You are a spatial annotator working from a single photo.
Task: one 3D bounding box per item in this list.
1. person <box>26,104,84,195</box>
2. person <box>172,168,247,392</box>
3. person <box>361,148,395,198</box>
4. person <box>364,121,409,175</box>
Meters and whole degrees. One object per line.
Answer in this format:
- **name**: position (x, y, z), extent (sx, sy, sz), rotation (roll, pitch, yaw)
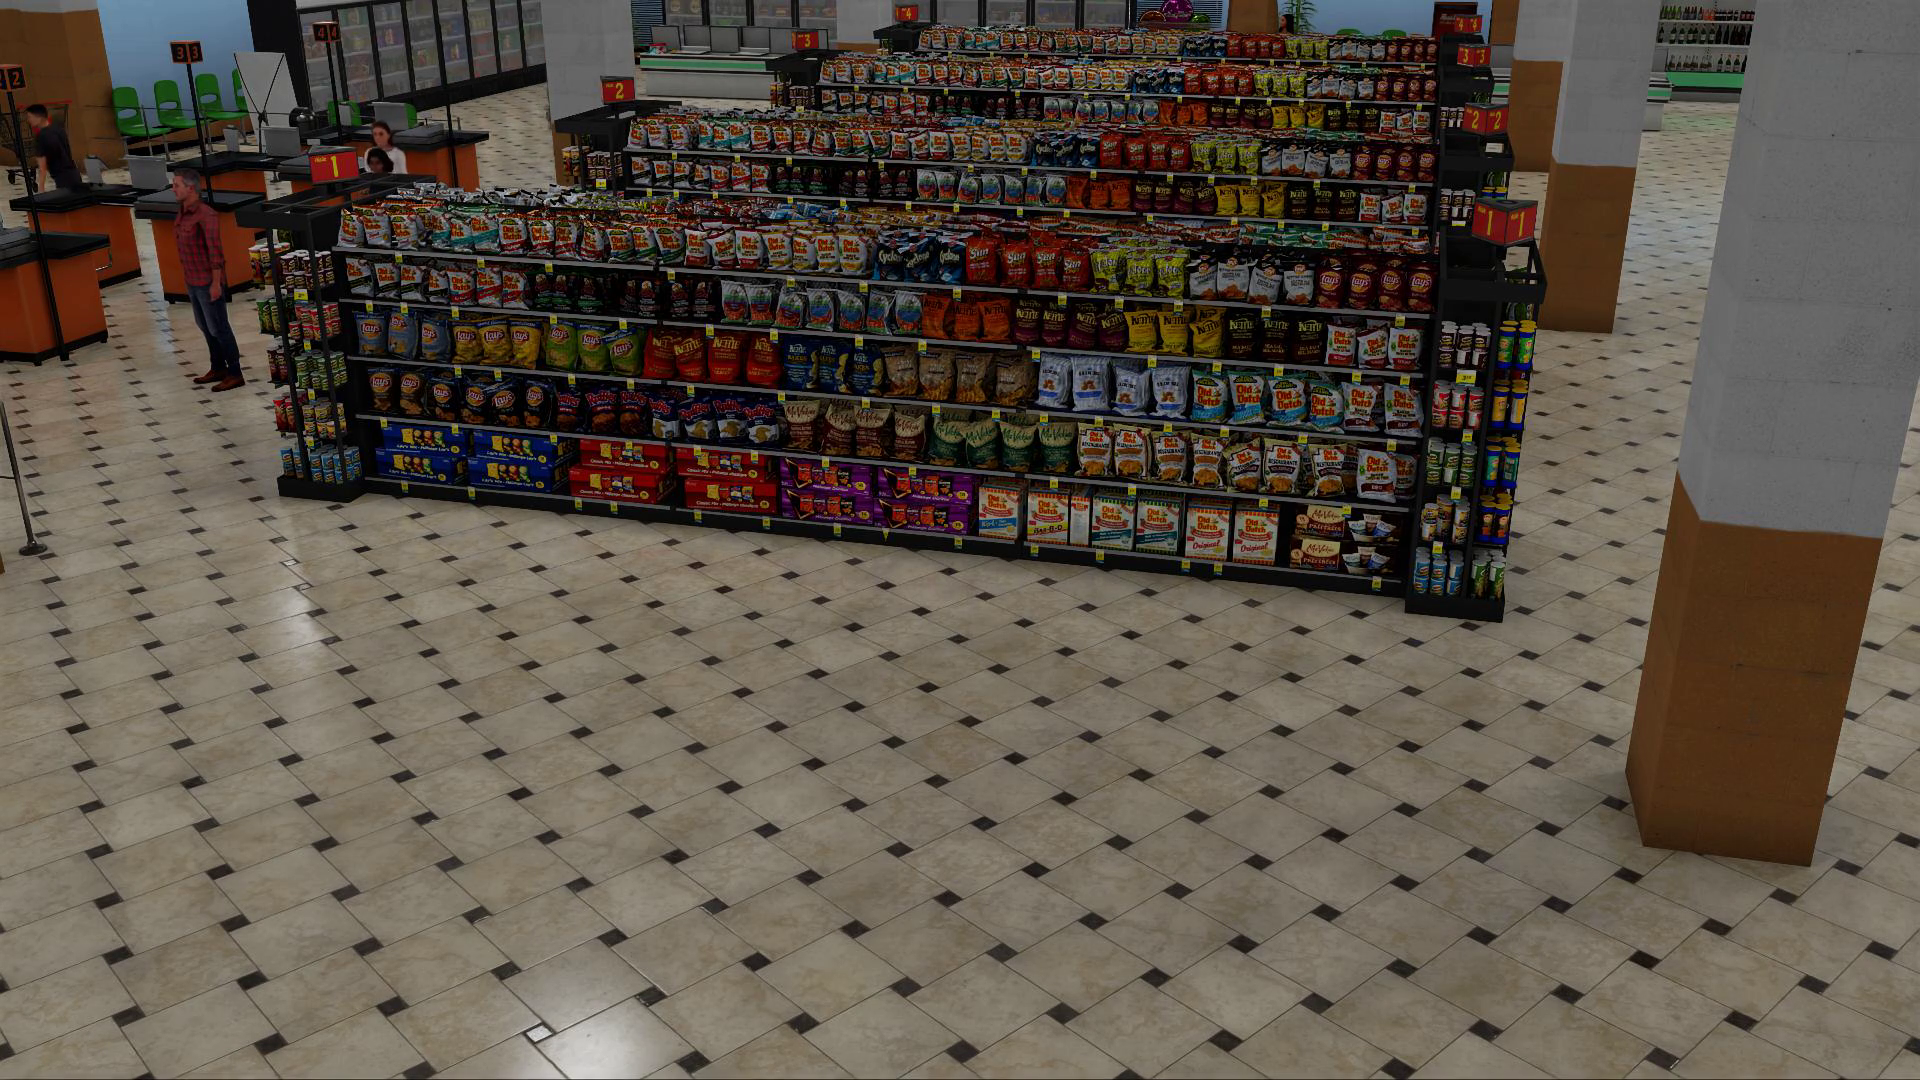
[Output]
- **person**: position (-9.718, -3.882, 18.219), extent (0.933, 1.723, 0.795), rotation (2, 22, 5)
- **person**: position (-6.275, -2.174, 13.824), extent (0.670, 1.830, 0.825), rotation (19, 29, 39)
- **person**: position (-5.301, -2.807, 15.577), extent (0.990, 1.698, 0.743), rotation (3, 22, 6)
- **person**: position (-5.984, -3.582, 17.538), extent (0.710, 1.673, 0.786), rotation (-3, 22, -8)
